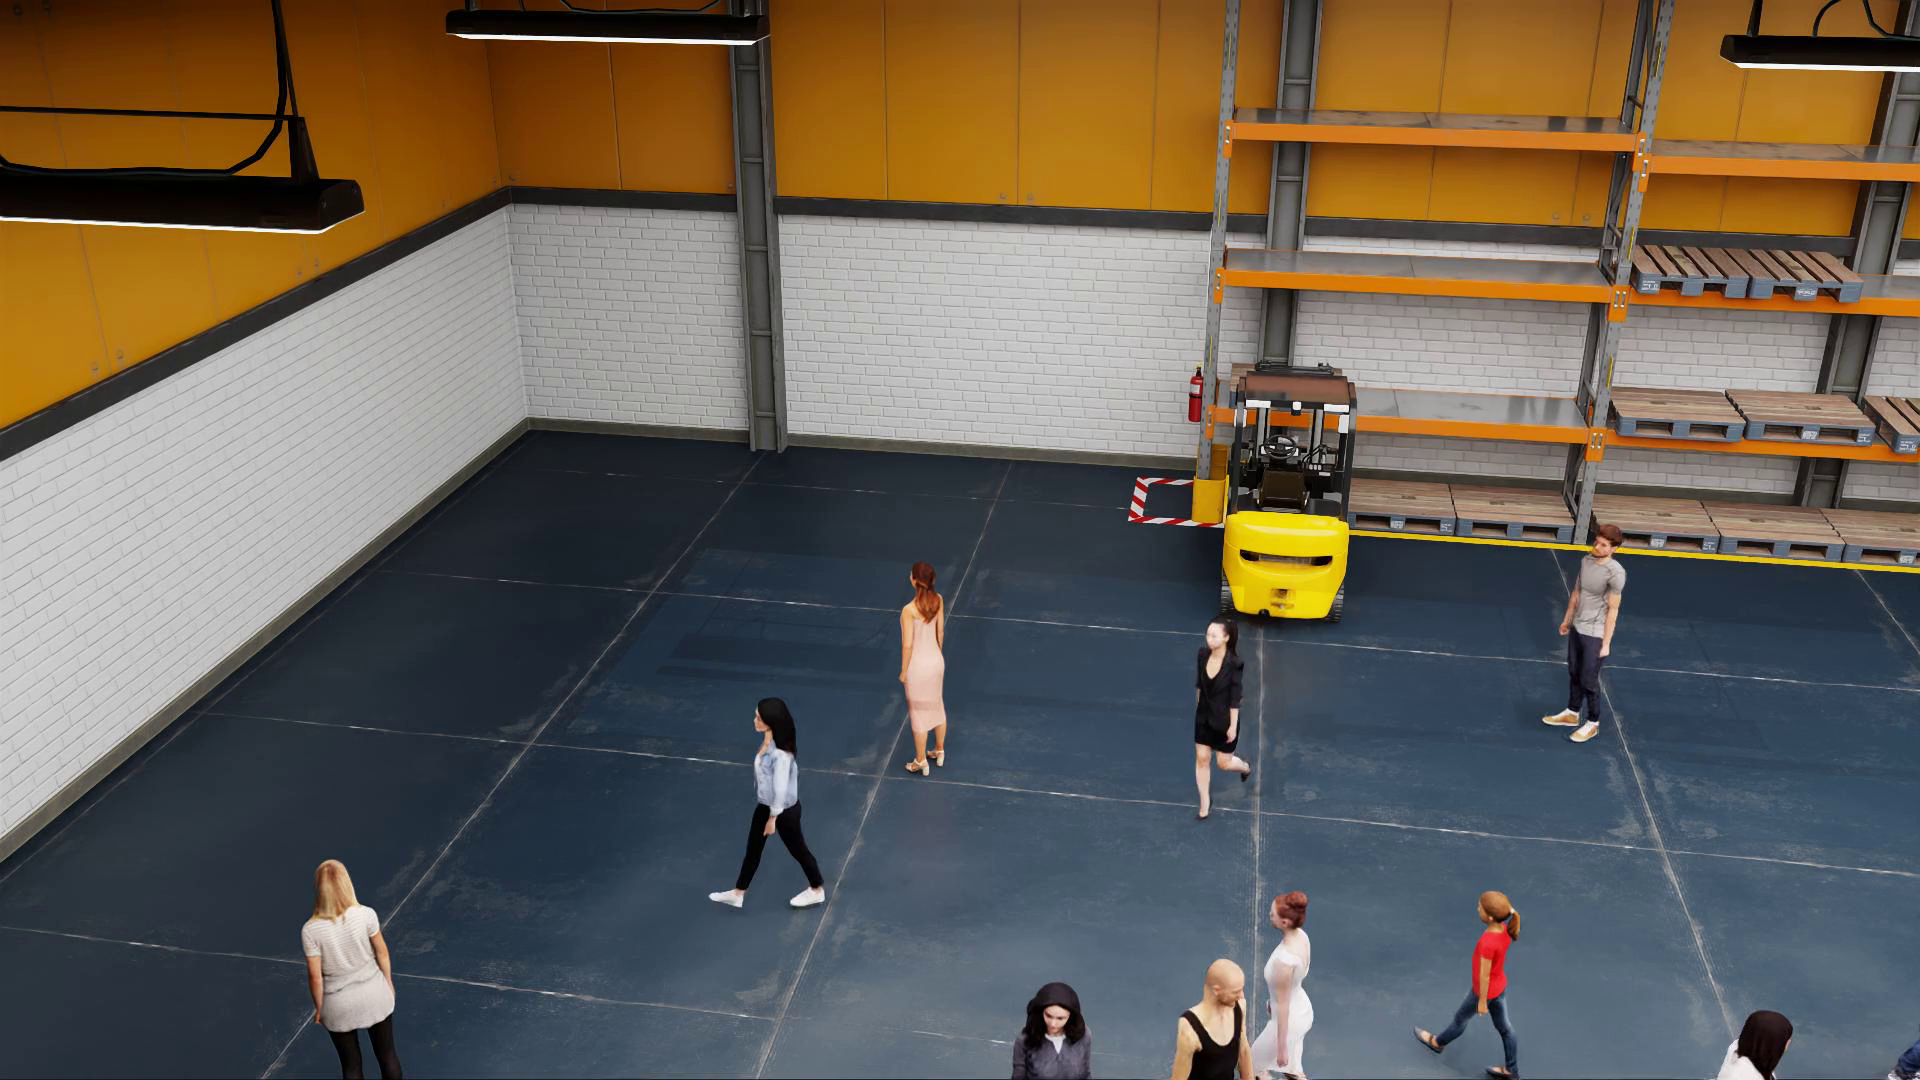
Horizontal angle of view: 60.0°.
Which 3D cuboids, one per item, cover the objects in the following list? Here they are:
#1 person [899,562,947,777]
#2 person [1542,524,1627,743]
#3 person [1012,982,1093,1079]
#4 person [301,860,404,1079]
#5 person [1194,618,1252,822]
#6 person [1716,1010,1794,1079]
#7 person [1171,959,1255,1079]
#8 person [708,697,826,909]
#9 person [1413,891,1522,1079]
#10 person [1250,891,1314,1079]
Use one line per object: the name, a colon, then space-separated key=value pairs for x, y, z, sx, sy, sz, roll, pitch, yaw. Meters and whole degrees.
person: x=-0.280 y=1.013 z=13.180 sx=0.659 sy=1.831 sz=0.696 roll=-20 pitch=31 yaw=-38
person: x=5.217 y=0.735 z=13.732 sx=0.750 sy=1.898 sz=0.762 roll=-3 pitch=24 yaw=-8
person: x=0.470 y=3.014 z=8.687 sx=0.575 sy=1.762 sz=0.725 roll=-4 pitch=24 yaw=-10
person: x=-3.449 y=2.628 z=9.496 sx=0.668 sy=1.822 sz=0.747 roll=-13 pitch=27 yaw=-27
person: x=2.003 y=1.348 z=12.602 sx=0.889 sy=1.680 sz=0.898 roll=21 pitch=31 yaw=39
person: x=3.917 y=3.102 z=8.663 sx=0.788 sy=1.621 sz=0.686 roll=9 pitch=25 yaw=21
person: x=1.236 y=2.931 z=8.852 sx=0.990 sy=1.783 sz=1.164 roll=-21 pitch=31 yaw=-40
person: x=-1.159 y=1.840 z=11.480 sx=1.133 sy=1.676 sz=0.952 roll=-8 pitch=25 yaw=-18
person: x=3.238 y=2.716 z=9.969 sx=0.954 sy=1.281 sz=0.796 roll=20 pitch=30 yaw=37
person: x=1.913 y=2.751 z=9.269 sx=0.739 sy=1.777 sz=0.714 roll=12 pitch=26 yaw=26
